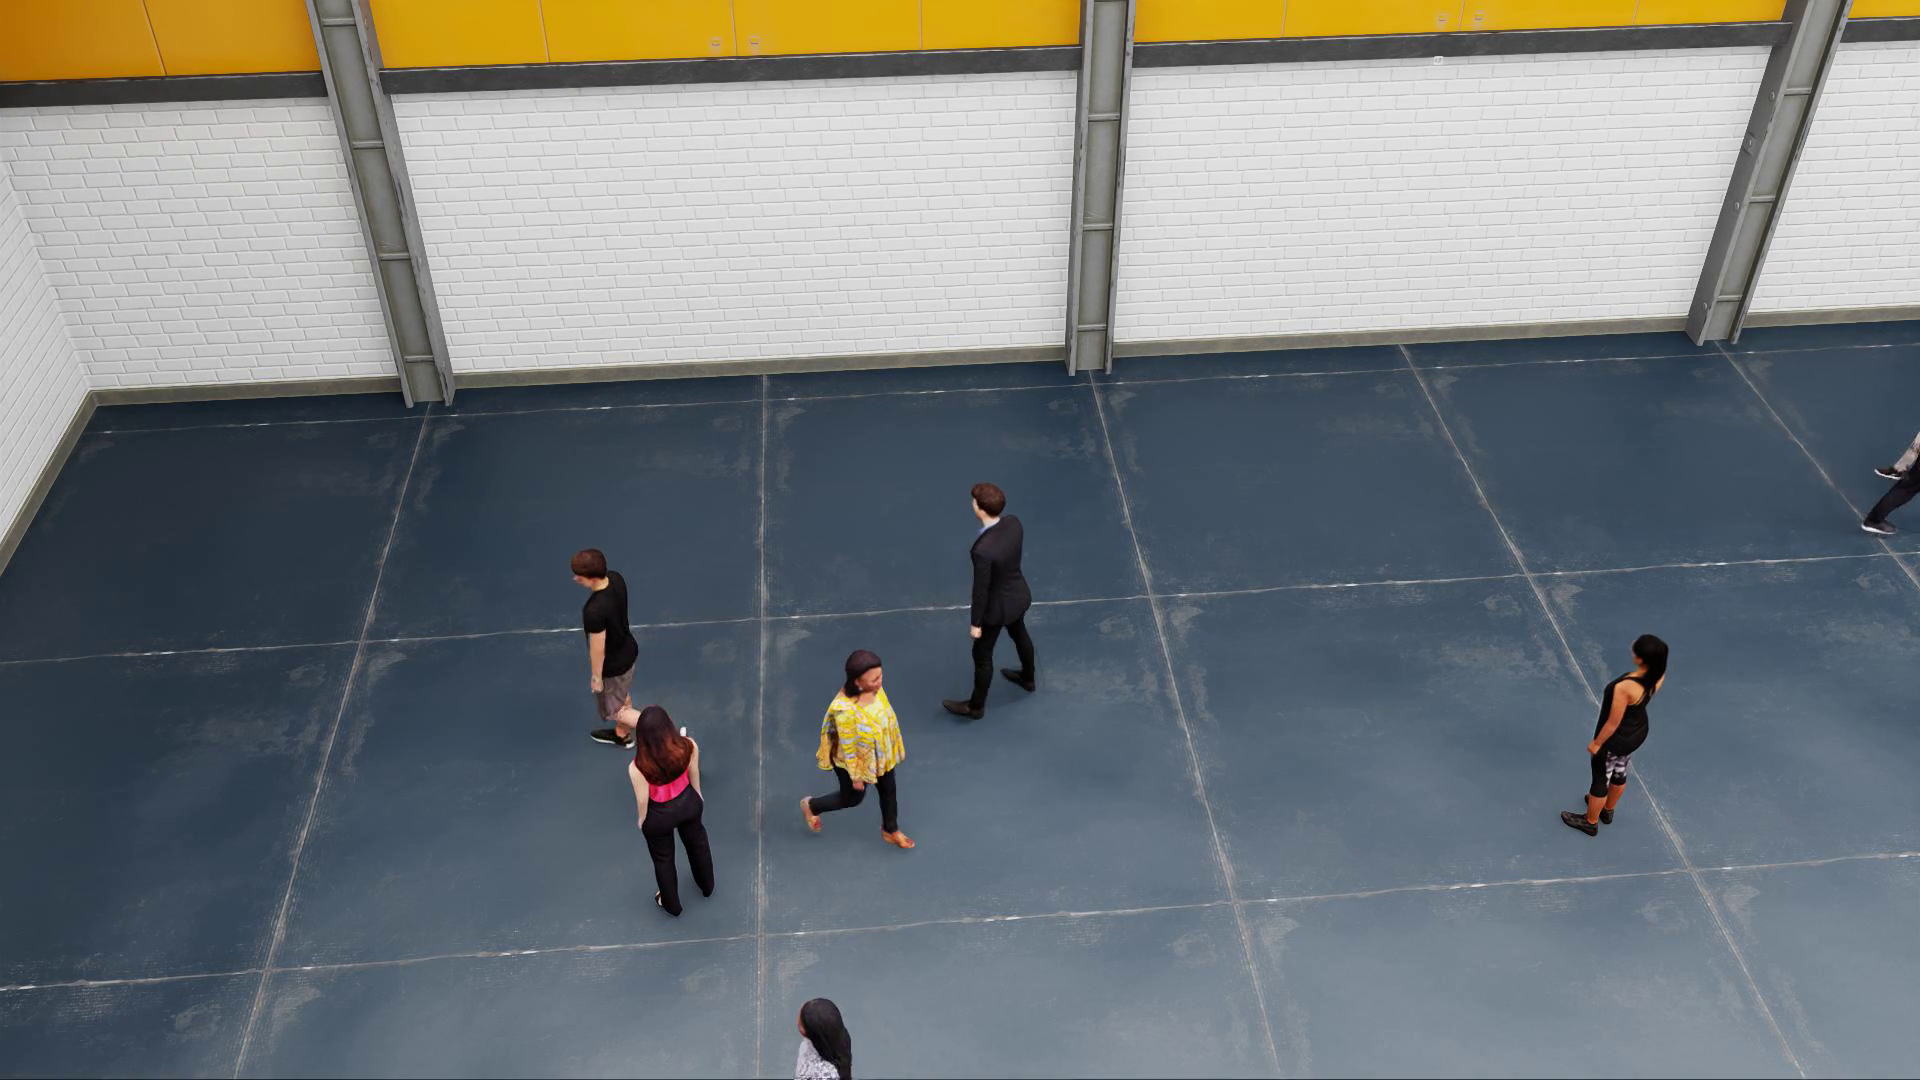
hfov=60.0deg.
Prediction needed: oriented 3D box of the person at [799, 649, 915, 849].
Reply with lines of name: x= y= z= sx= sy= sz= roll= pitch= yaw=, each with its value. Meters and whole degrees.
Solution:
person: x=-0.687 y=1.342 z=10.456 sx=1.149 sy=1.624 sz=1.014 roll=18 pitch=42 yaw=21

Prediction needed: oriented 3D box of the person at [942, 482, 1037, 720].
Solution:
person: x=0.254 y=0.425 z=11.408 sx=0.942 sy=1.869 sz=0.905 roll=23 pitch=44 yaw=26

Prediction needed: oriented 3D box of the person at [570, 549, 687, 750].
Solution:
person: x=-2.210 y=0.794 z=10.969 sx=1.074 sy=1.840 sz=0.836 roll=7 pitch=39 yaw=8

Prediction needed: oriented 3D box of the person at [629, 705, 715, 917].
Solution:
person: x=-1.753 y=1.627 z=10.071 sx=0.606 sy=1.660 sz=0.716 roll=-24 pitch=44 yaw=-27

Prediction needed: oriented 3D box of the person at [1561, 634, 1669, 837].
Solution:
person: x=4.203 y=1.223 z=10.569 sx=0.607 sy=1.670 sz=0.714 roll=-24 pitch=45 yaw=-27

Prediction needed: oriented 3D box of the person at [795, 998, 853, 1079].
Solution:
person: x=-0.591 y=2.906 z=8.428 sx=0.734 sy=1.712 sz=0.670 roll=3 pitch=39 yaw=3
